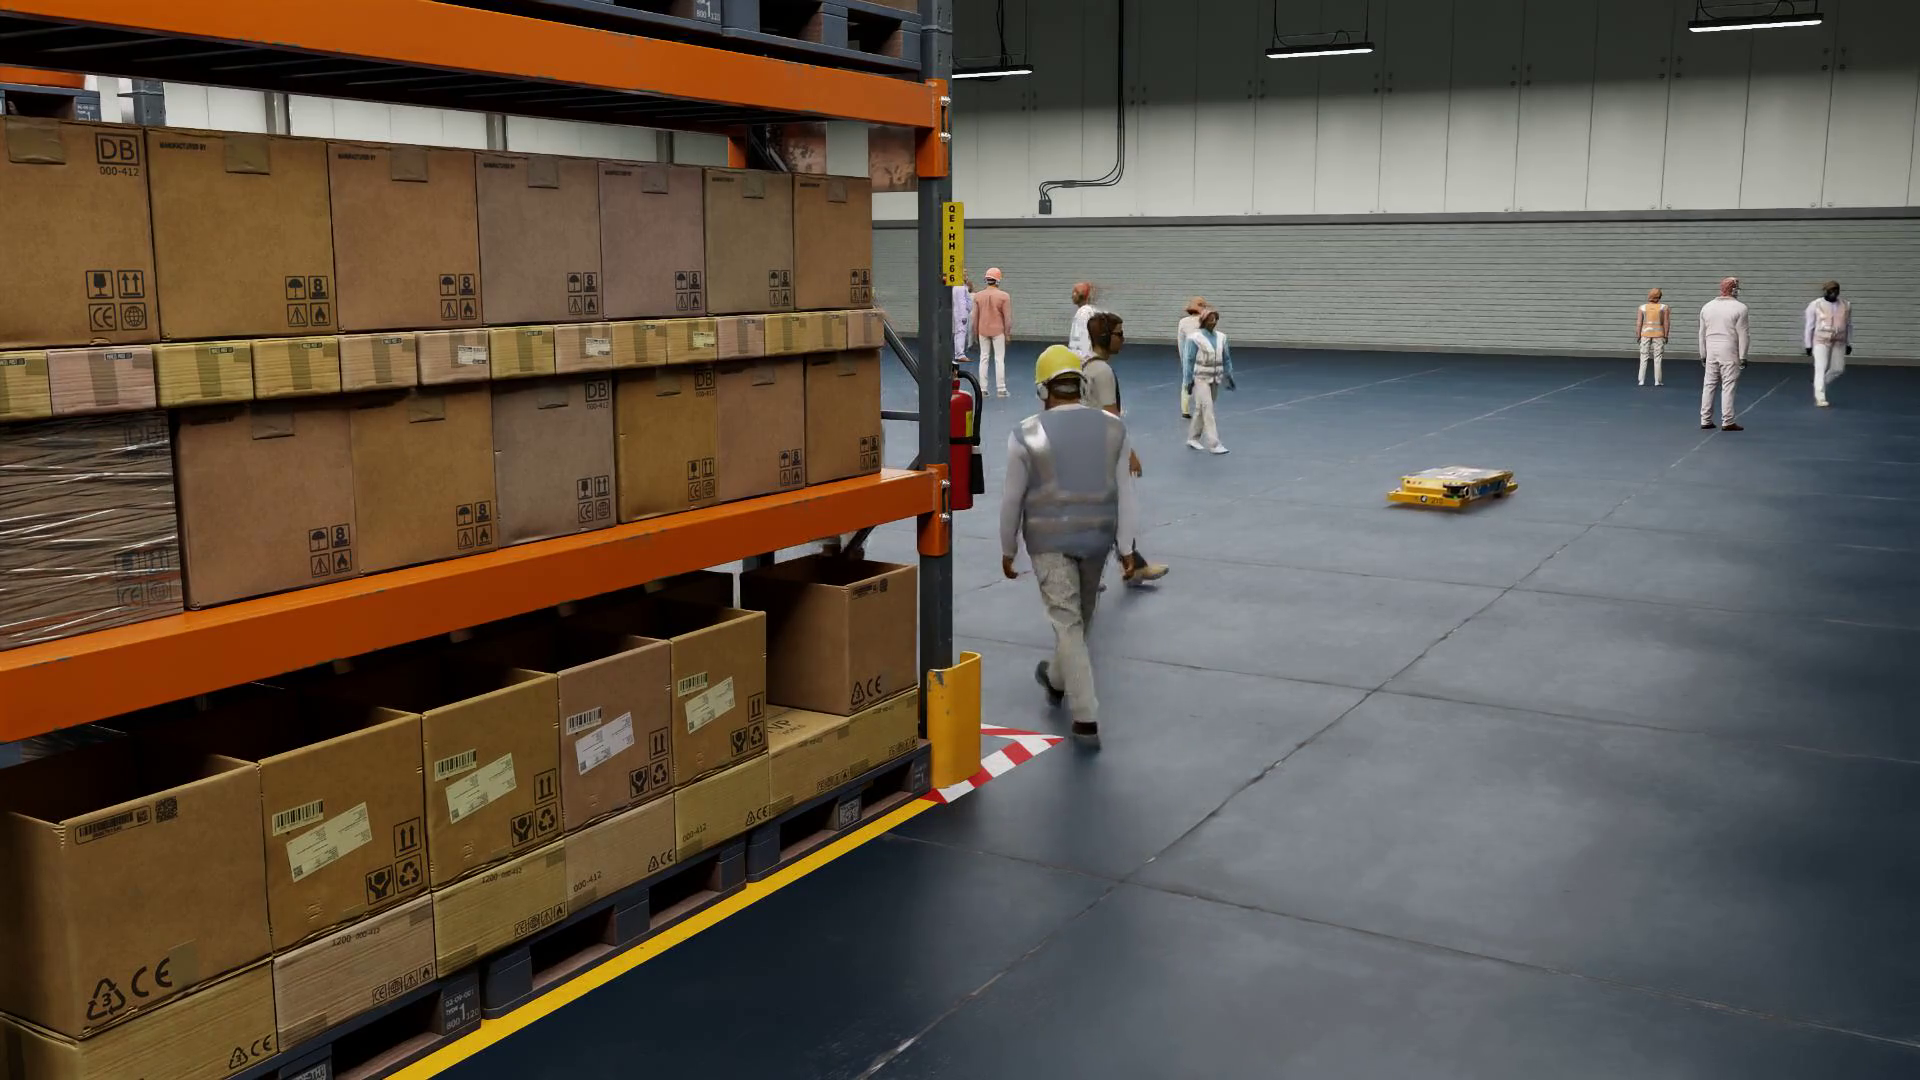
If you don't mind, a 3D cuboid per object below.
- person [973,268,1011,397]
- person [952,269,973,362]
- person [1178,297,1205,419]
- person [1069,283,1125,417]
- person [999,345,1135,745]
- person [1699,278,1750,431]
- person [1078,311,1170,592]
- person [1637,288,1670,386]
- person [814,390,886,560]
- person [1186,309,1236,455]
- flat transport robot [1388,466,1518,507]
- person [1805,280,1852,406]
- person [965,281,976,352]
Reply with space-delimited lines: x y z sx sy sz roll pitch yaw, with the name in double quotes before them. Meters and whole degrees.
"person" 0.502 -3.199 25.700 0.612 1.994 0.394 4 10 21
"person" 0.060 -4.632 34.353 0.409 1.909 0.641 -2 10 -9
"person" 3.139 -2.415 22.169 0.497 1.633 0.278 8 13 39
"person" 1.617 -2.339 21.111 0.932 1.852 0.579 2 10 14
"person" 0.472 -0.005 7.651 0.602 1.765 0.968 -3 10 -18
"person" 9.584 -2.322 20.826 0.409 1.907 0.651 -6 11 -31
"person" 1.032 -0.553 10.750 0.802 1.817 0.521 0 10 -3
"person" 11.607 -3.392 27.871 0.511 1.641 0.308 6 11 29
"person" -0.665 -0.294 8.927 0.543 1.915 0.544 6 11 30
"person" 2.757 -1.763 18.462 0.512 1.594 0.864 -6 11 -32
"flat transport robot" 4.435 -0.493 14.898 0.652 0.197 1.431 7 12 37
"person" 12.644 -2.867 24.251 0.646 1.825 0.560 0 10 1
"person" 0.130 -5.081 37.793 0.523 1.614 0.557 4 10 22
